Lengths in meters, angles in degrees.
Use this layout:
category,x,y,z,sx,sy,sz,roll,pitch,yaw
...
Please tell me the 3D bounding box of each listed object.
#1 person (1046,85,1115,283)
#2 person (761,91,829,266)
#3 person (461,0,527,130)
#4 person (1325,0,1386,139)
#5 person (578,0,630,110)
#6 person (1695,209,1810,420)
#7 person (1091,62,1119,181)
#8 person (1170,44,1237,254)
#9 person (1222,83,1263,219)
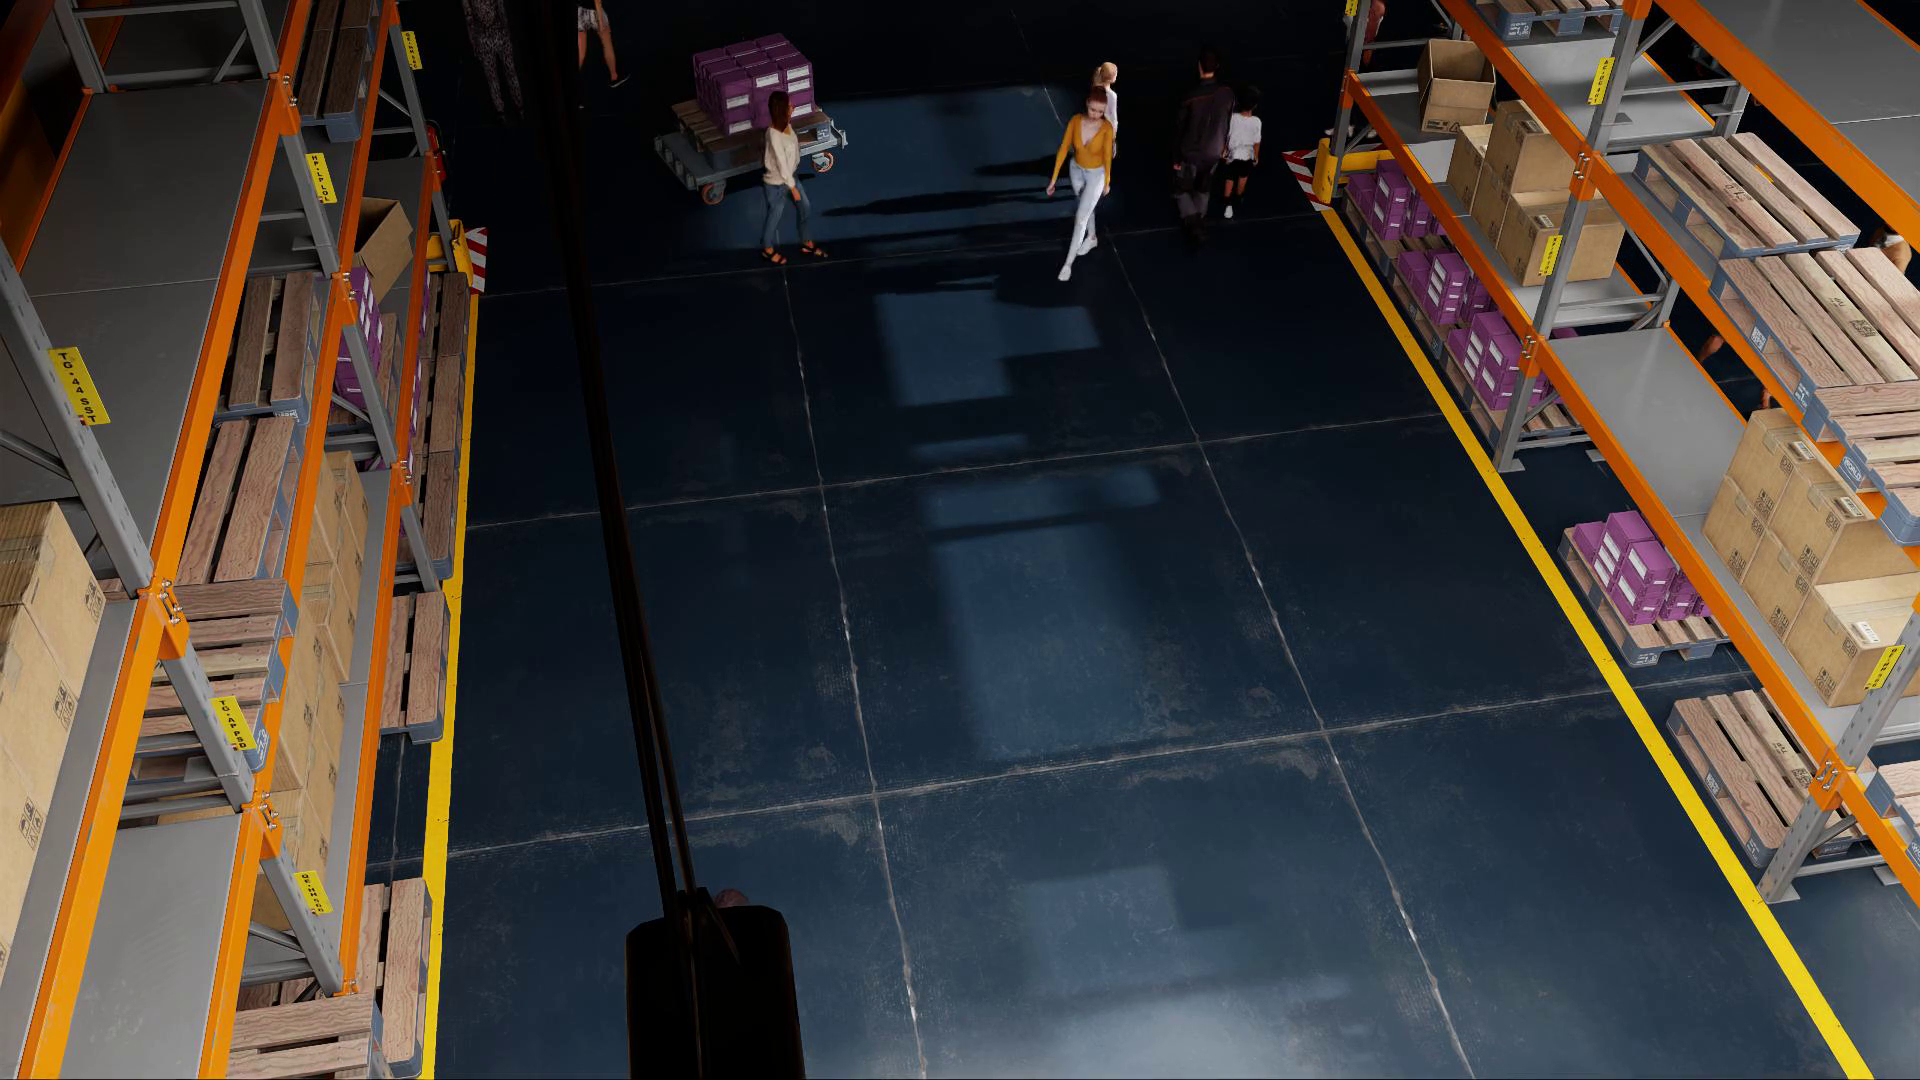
category,x,y,z,sx,sy,sz,roll,pitch,yaw
person,1.141,-3.173,14.428,1.064,1.709,1.173,24,49,23
person,-1.636,-3.114,14.400,0.856,1.662,0.856,11,45,11
person,-4.548,-4.831,16.165,0.639,1.714,0.639,-23,48,-22
person,3.918,-4.639,15.906,0.782,1.792,0.816,-2,44,-2
person,-3.740,-5.143,16.433,1.117,1.795,1.278,18,46,18
person,6.257,-1.698,12.833,0.777,1.774,1.191,-20,47,-19
person,1.272,-3.815,15.422,0.708,1.267,0.721,-26,49,-25
person,2.116,-3.322,14.433,0.773,1.919,0.937,-12,45,-13
person,2.544,-3.512,15.123,0.695,1.241,0.871,11,45,11
